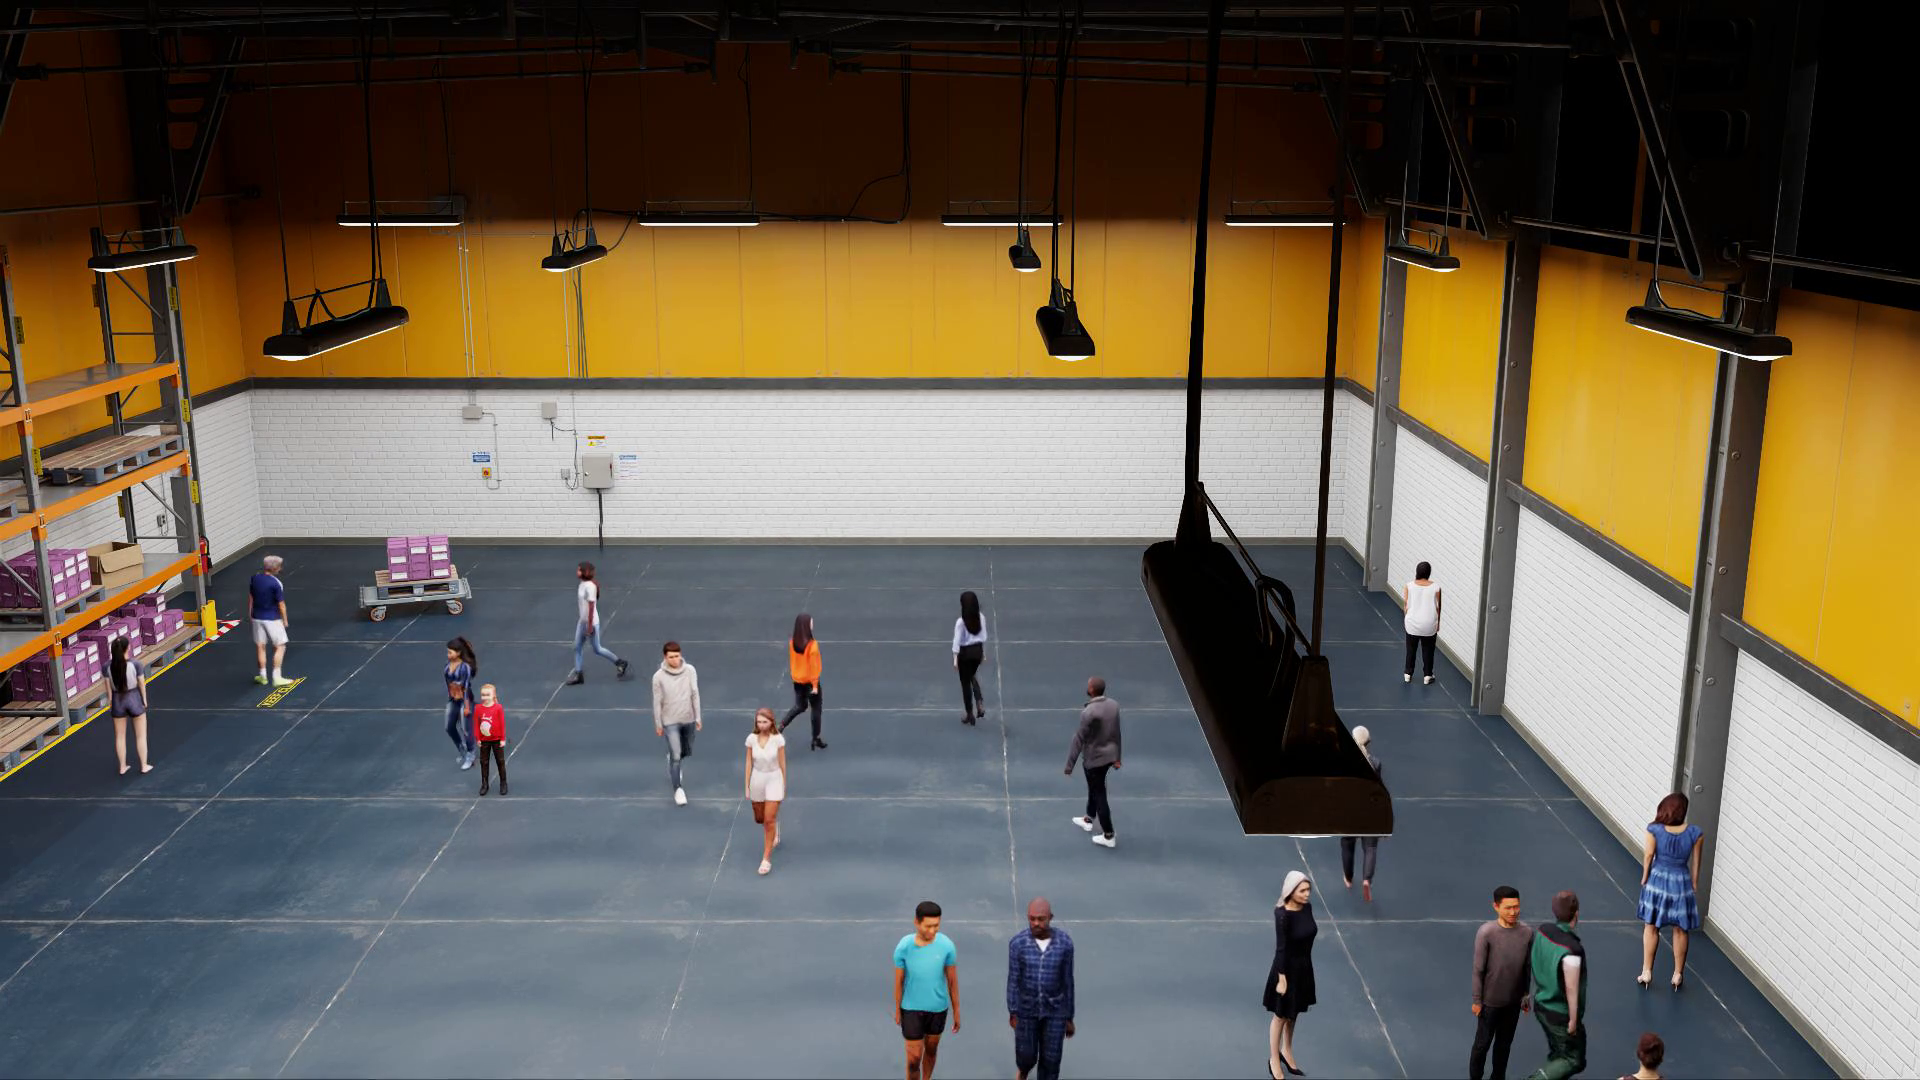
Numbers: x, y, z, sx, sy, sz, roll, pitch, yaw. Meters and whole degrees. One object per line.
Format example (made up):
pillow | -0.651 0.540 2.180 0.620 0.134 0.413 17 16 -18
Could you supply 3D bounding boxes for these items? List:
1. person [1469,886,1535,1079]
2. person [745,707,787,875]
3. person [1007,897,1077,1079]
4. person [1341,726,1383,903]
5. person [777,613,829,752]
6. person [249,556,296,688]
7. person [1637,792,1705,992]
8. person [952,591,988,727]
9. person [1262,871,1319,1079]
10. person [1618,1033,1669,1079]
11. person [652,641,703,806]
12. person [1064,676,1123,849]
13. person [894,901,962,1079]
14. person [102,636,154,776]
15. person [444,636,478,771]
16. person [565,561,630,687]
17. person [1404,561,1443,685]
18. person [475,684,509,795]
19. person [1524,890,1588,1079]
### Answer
person | 4.107 3.462 12.656 0.598 1.769 0.680 0 14 -1
person | -1.940 2.482 16.903 0.655 1.675 1.032 2 14 7
person | 0.594 3.483 12.496 0.699 1.805 0.851 -1 14 -6
person | 3.887 2.655 16.118 0.725 1.709 0.993 2 14 10
person | -1.913 1.731 19.886 1.046 1.732 1.000 -12 18 -41
person | -9.399 1.080 22.438 0.870 1.795 0.662 0 14 -1
person | 6.124 3.029 14.363 0.722 1.808 0.661 3 14 14
person | 0.183 1.505 20.815 0.816 1.734 0.868 -11 17 -37
person | 2.598 3.395 12.983 0.697 1.746 0.757 -13 19 -43
person | 4.408 3.964 10.763 0.644 1.685 0.655 4 14 17
person | -3.168 1.991 18.595 0.983 1.834 1.172 -7 15 -26
person | 1.508 2.333 17.272 1.090 1.793 1.036 12 18 40
person | -0.275 3.493 12.566 0.712 1.753 0.883 -3 14 -11
person | -9.665 1.915 19.303 0.633 1.648 0.583 -3 14 -13
person | -5.779 1.892 19.474 0.715 1.613 0.735 7 15 26
person | -4.921 1.132 22.449 1.020 1.690 1.102 -8 16 -31
person | 6.268 1.102 22.574 0.746 1.688 0.749 6 15 24
person | -5.288 2.236 18.758 0.494 1.281 0.491 -1 14 -5
person | 4.406 3.501 12.394 0.870 1.816 0.942 -2 14 -9
